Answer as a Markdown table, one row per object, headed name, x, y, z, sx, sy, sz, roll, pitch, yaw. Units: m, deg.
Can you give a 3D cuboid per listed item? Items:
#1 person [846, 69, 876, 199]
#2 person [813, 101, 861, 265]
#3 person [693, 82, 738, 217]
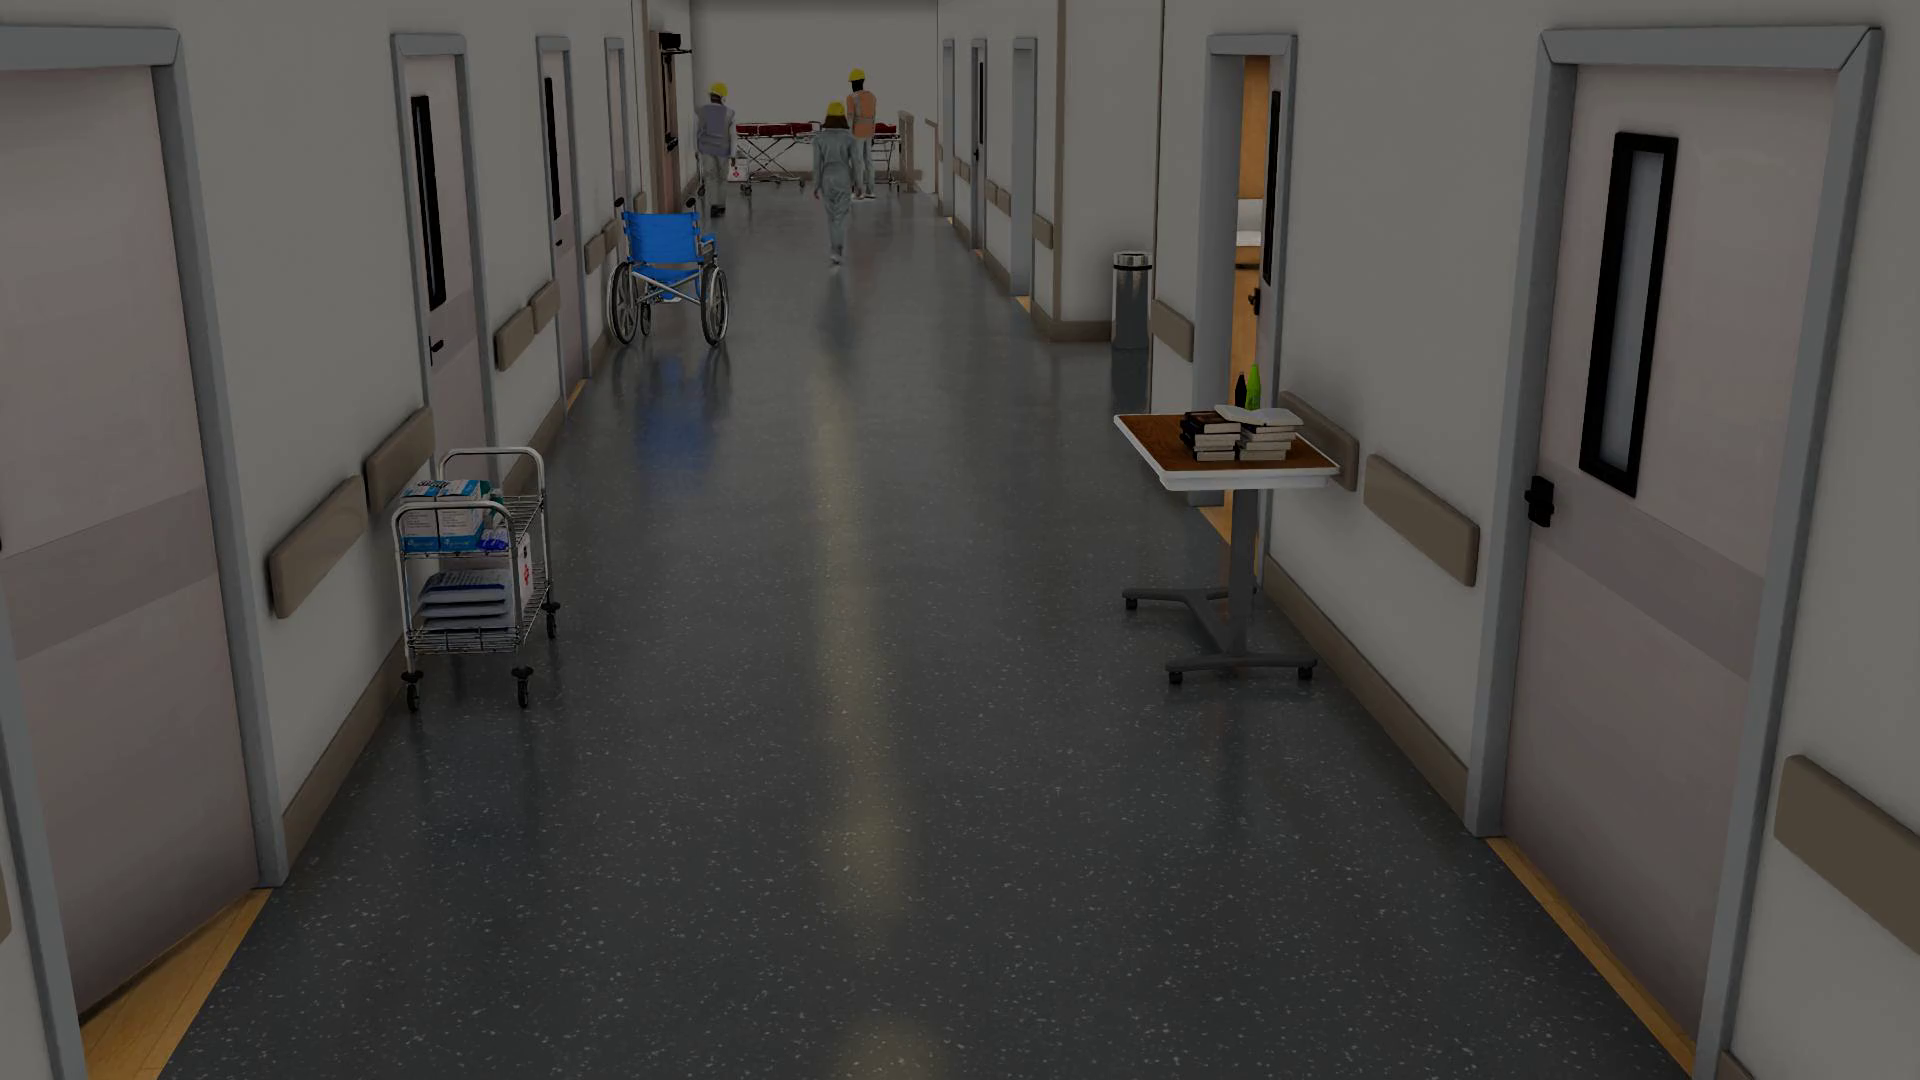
| name | x | y | z | sx | sy | sz | roll | pitch | yaw |
| --- | --- | --- | --- | --- | --- | --- | --- | --- | --- |
| person | -1.512 | -6.119 | 25.113 | 0.397 | 1.920 | 0.586 | 14 | 22 | 39 |
| person | -1.322 | -3.816 | 17.788 | 0.499 | 1.702 | 0.894 | 3 | 17 | 9 |
| person | -3.324 | -5.303 | 22.617 | 0.592 | 1.786 | 0.905 | -3 | 17 | -9 |
